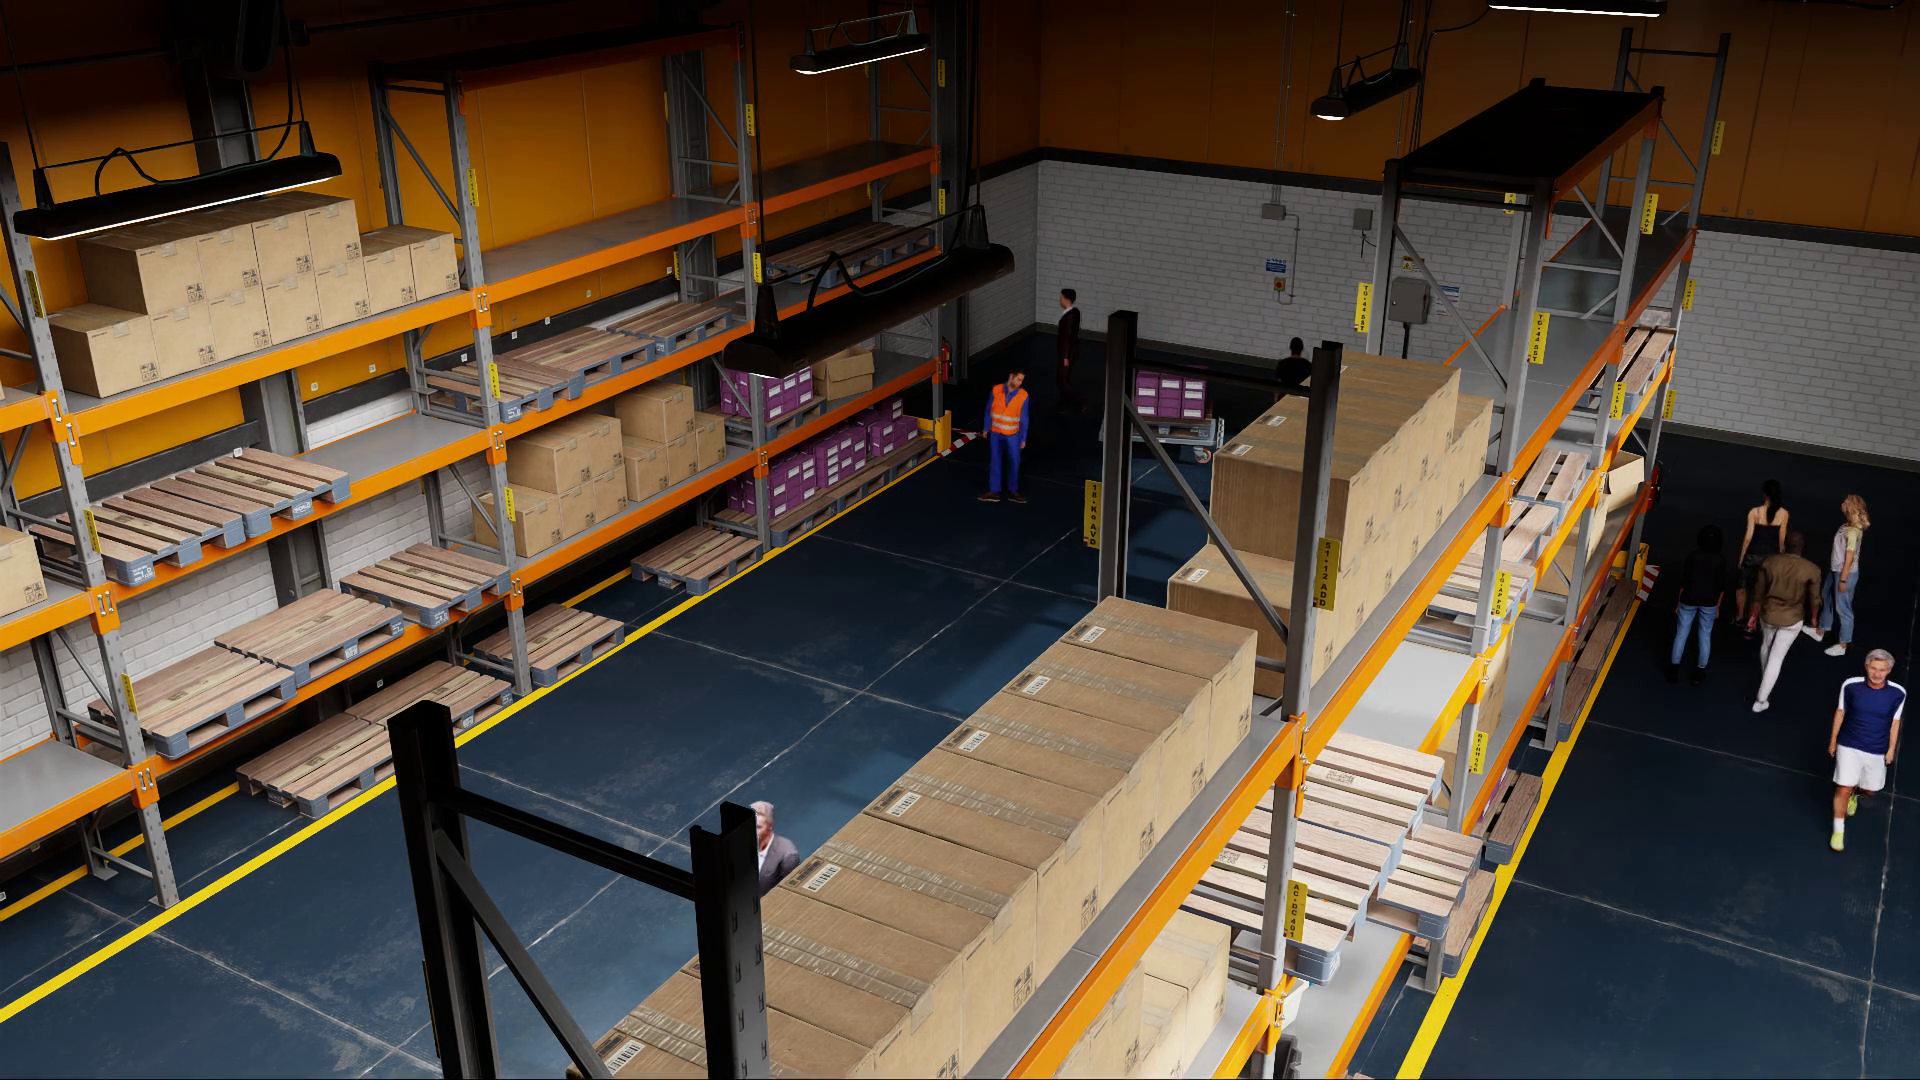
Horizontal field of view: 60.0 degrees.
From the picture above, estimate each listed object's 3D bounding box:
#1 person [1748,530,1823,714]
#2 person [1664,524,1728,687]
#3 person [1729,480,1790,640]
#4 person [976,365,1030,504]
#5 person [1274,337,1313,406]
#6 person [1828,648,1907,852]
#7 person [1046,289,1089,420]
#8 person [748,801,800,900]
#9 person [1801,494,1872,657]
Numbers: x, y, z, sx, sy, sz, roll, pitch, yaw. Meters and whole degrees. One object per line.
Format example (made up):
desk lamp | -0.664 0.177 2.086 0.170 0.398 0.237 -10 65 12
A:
person | 7.779 0.809 15.817 0.877 1.787 1.179 20 30 38
person | 7.247 0.634 16.322 0.599 1.701 0.579 9 25 19
person | 8.294 0.237 17.211 0.687 1.717 0.729 7 25 15
person | 0.503 -1.320 20.631 0.886 1.831 0.758 11 26 24
person | 4.353 -1.761 21.747 0.745 1.747 0.781 3 24 7
person | 7.480 1.675 13.796 0.737 1.818 0.993 9 25 19
person | 1.586 -2.661 23.668 0.904 1.857 0.901 5 24 12
person | -1.260 2.608 11.701 0.725 1.786 1.196 14 27 28
person | 9.053 0.354 16.948 0.740 1.714 0.654 9 25 19
